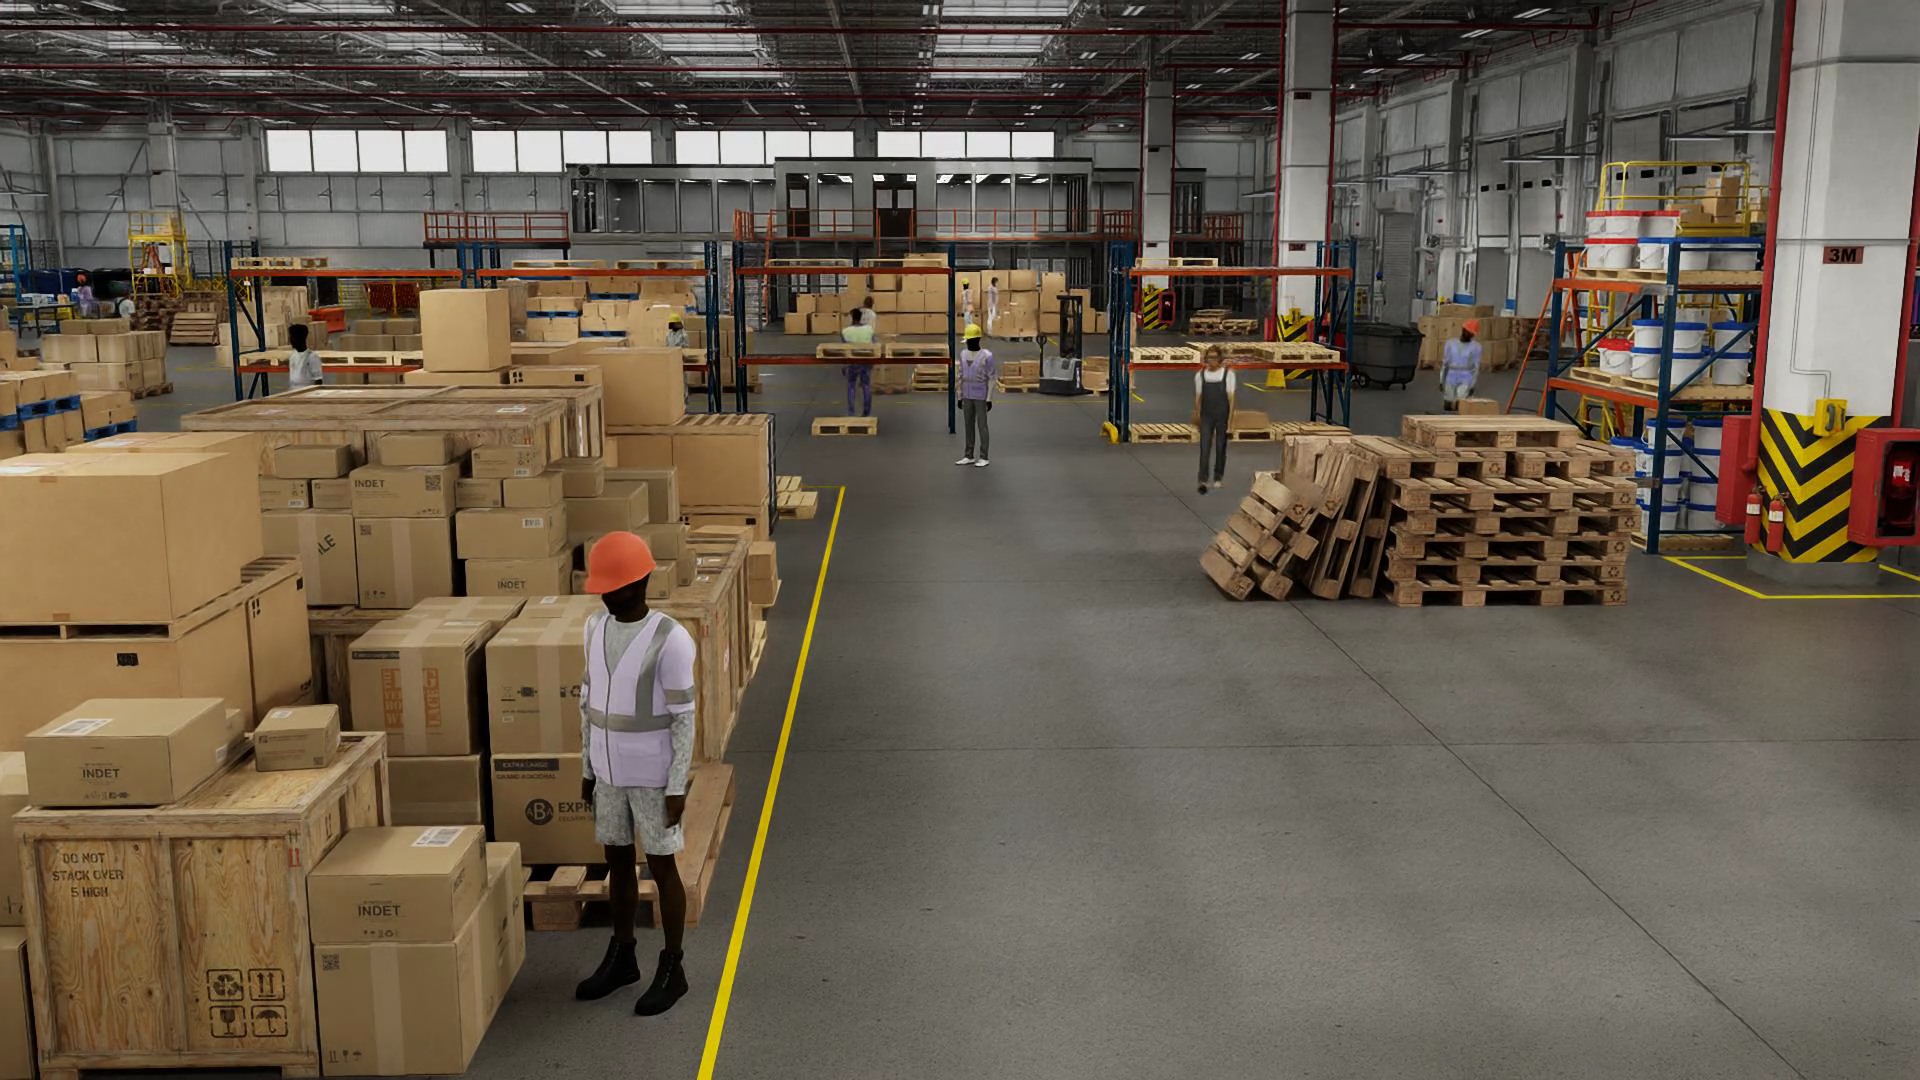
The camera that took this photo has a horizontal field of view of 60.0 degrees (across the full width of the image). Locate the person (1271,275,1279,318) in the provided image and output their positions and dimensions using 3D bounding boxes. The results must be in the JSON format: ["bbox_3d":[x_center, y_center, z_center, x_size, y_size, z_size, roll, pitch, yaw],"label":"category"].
[{"bbox_3d":[11.439,-8.763,60.424,0.362,1.935,0.553,3,11,17],"label":"person"}]

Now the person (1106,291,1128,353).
[{"bbox_3d":[3.987,-5.371,41.857,0.623,1.821,0.812,-1,10,-4],"label":"person"}]

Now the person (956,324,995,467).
[{"bbox_3d":[0.194,-1.951,22.508,0.595,1.923,0.373,8,13,39],"label":"person"}]

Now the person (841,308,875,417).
[{"bbox_3d":[-1.753,-3.023,28.580,0.625,1.894,0.509,-2,10,-11],"label":"person"}]

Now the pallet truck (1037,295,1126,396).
[{"bbox_3d":[2.483,-3.881,33.060,1.885,1.965,0.823,-7,13,-36],"label":"pallet truck"}]

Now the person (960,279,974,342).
[{"bbox_3d":[0.206,-6.930,50.259,0.383,1.921,0.585,5,12,28],"label":"person"}]

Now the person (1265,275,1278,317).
[{"bbox_3d":[12.472,-9.823,66.691,0.631,1.816,0.594,10,14,43],"label":"person"}]

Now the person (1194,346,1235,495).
[{"bbox_3d":[3.070,-1.449,20.131,0.510,1.782,1.008,3,10,14],"label":"person"}]

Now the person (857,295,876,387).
[{"bbox_3d":[-2.014,-4.137,34.702,0.562,1.920,0.654,-9,14,-41],"label":"person"}]

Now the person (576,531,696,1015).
[{"bbox_3d":[-1.297,0.910,6.562,0.542,1.930,0.366,6,12,29],"label":"person"}]

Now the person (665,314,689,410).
[{"bbox_3d":[-5.127,-3.217,30.067,0.493,1.743,0.313,5,11,26],"label":"person"}]

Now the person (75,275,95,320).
[{"bbox_3d":[-27.684,-7.409,52.742,0.614,2.003,1.034,7,12,35],"label":"person"}]

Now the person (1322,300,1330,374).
[{"bbox_3d":[8.358,-4.660,38.226,0.540,1.699,0.317,0,10,-3],"label":"person"}]

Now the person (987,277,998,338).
[{"bbox_3d":[1.044,-7.297,52.270,0.371,1.936,0.627,3,11,16],"label":"person"}]

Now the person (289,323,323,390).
[{"bbox_3d":[-8.638,-1.872,21.953,0.607,1.966,0.373,8,13,37],"label":"person"}]

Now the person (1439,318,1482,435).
[{"bbox_3d":[7.497,-2.381,24.968,0.597,1.899,0.423,6,12,29],"label":"person"}]

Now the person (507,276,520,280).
[{"bbox_3d":[-17.970,-9.902,66.927,0.576,1.882,0.362,3,11,14],"label":"person"}]

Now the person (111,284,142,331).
[{"bbox_3d":[-20.094,-5.214,40.365,0.696,2.000,0.931,6,12,31],"label":"person"}]

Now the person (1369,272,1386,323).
[{"bbox_3d":[15.007,-8.638,59.722,0.610,1.936,0.410,7,12,34],"label":"person"}]
